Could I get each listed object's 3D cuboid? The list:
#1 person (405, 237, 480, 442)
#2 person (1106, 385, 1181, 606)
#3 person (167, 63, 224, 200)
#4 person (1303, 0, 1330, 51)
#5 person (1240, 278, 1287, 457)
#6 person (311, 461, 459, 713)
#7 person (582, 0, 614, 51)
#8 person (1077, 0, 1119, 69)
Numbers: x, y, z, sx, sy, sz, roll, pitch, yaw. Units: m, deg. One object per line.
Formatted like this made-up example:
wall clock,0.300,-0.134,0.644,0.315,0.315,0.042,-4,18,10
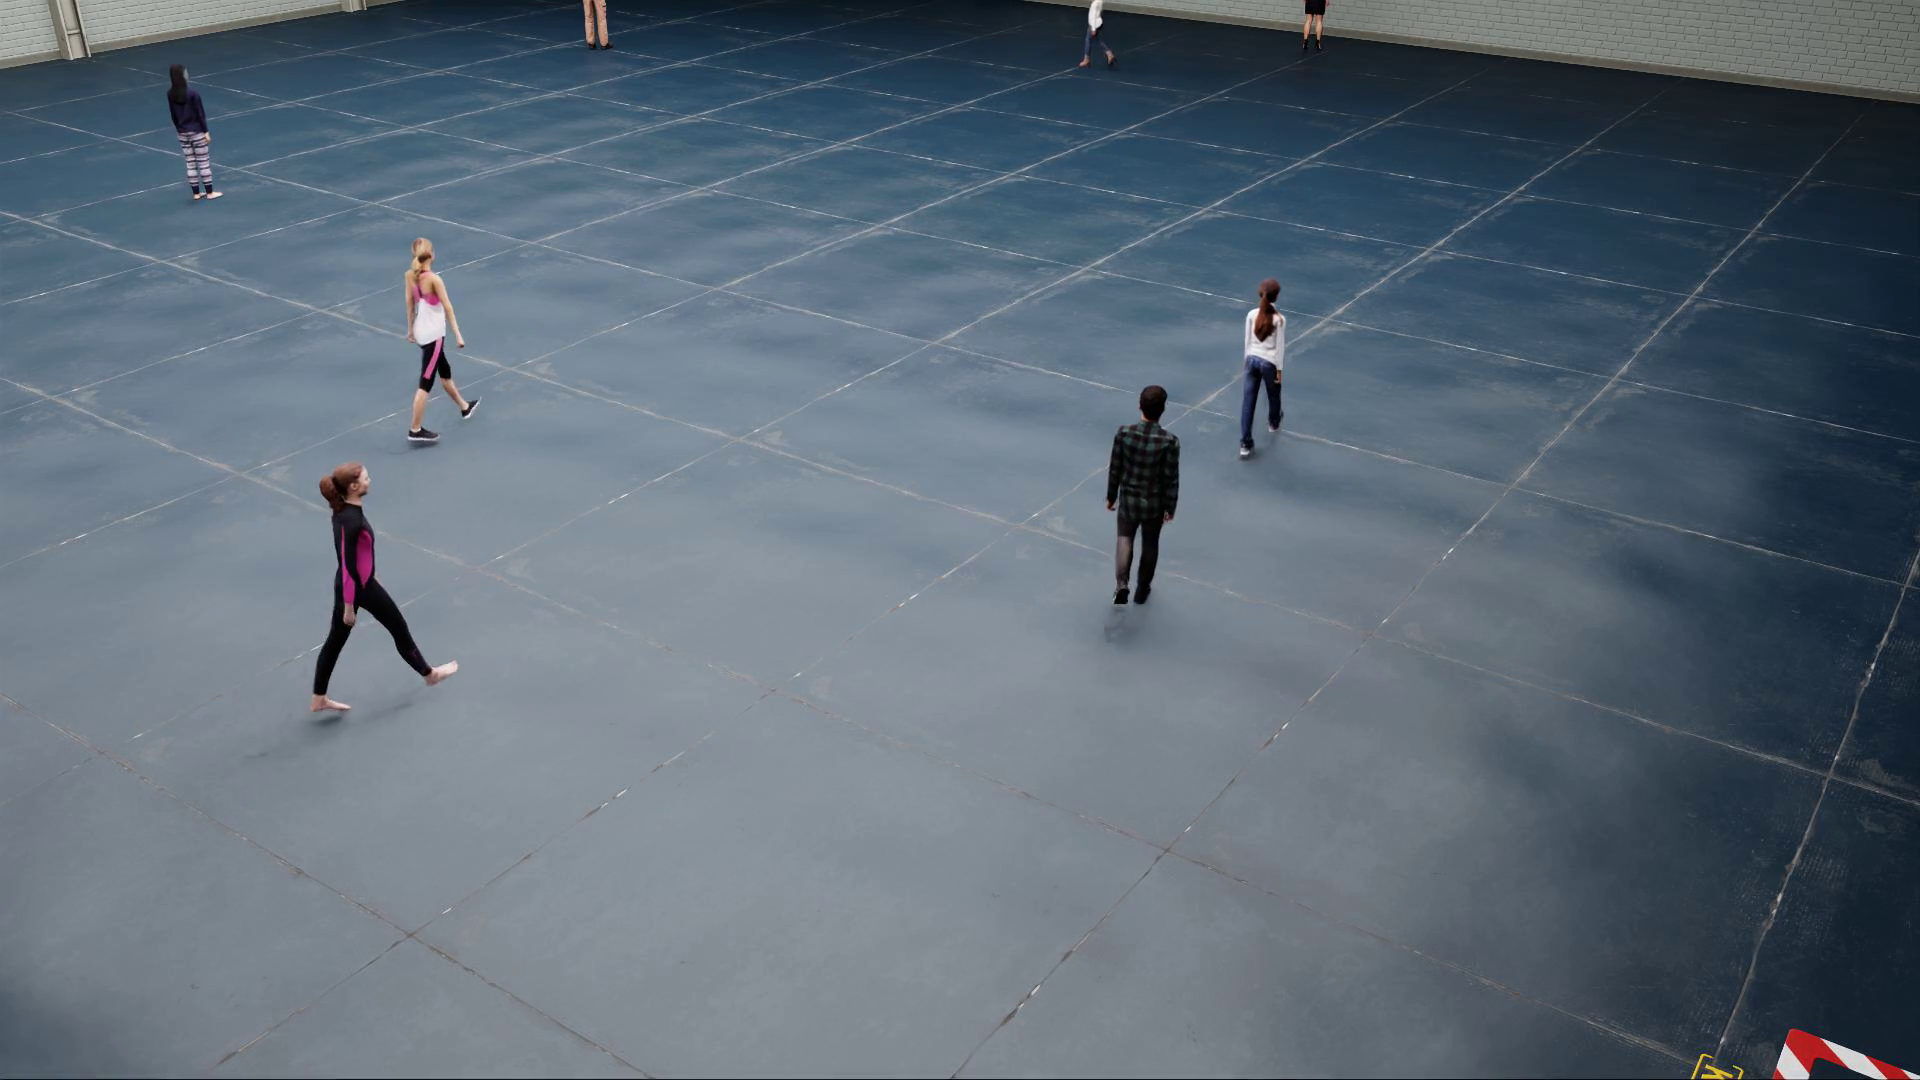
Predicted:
person,-4.690,-1.715,14.571,0.671,1.733,1.085,20,33,34
person,1.270,-0.275,11.831,0.830,1.705,0.892,7,28,14
person,-9.939,-5.281,21.499,0.671,1.732,0.650,5,28,10
person,6.499,-9.835,30.358,0.691,1.718,0.645,12,30,23
person,2.566,-1.456,14.305,0.655,1.517,1.071,12,30,23
person,-3.918,0.363,10.595,1.242,1.680,0.895,-16,31,-28
person,-6.706,-9.964,30.382,0.791,1.926,0.787,3,27,5
person,2.422,-8.898,28.852,0.699,1.431,0.932,12,30,23
